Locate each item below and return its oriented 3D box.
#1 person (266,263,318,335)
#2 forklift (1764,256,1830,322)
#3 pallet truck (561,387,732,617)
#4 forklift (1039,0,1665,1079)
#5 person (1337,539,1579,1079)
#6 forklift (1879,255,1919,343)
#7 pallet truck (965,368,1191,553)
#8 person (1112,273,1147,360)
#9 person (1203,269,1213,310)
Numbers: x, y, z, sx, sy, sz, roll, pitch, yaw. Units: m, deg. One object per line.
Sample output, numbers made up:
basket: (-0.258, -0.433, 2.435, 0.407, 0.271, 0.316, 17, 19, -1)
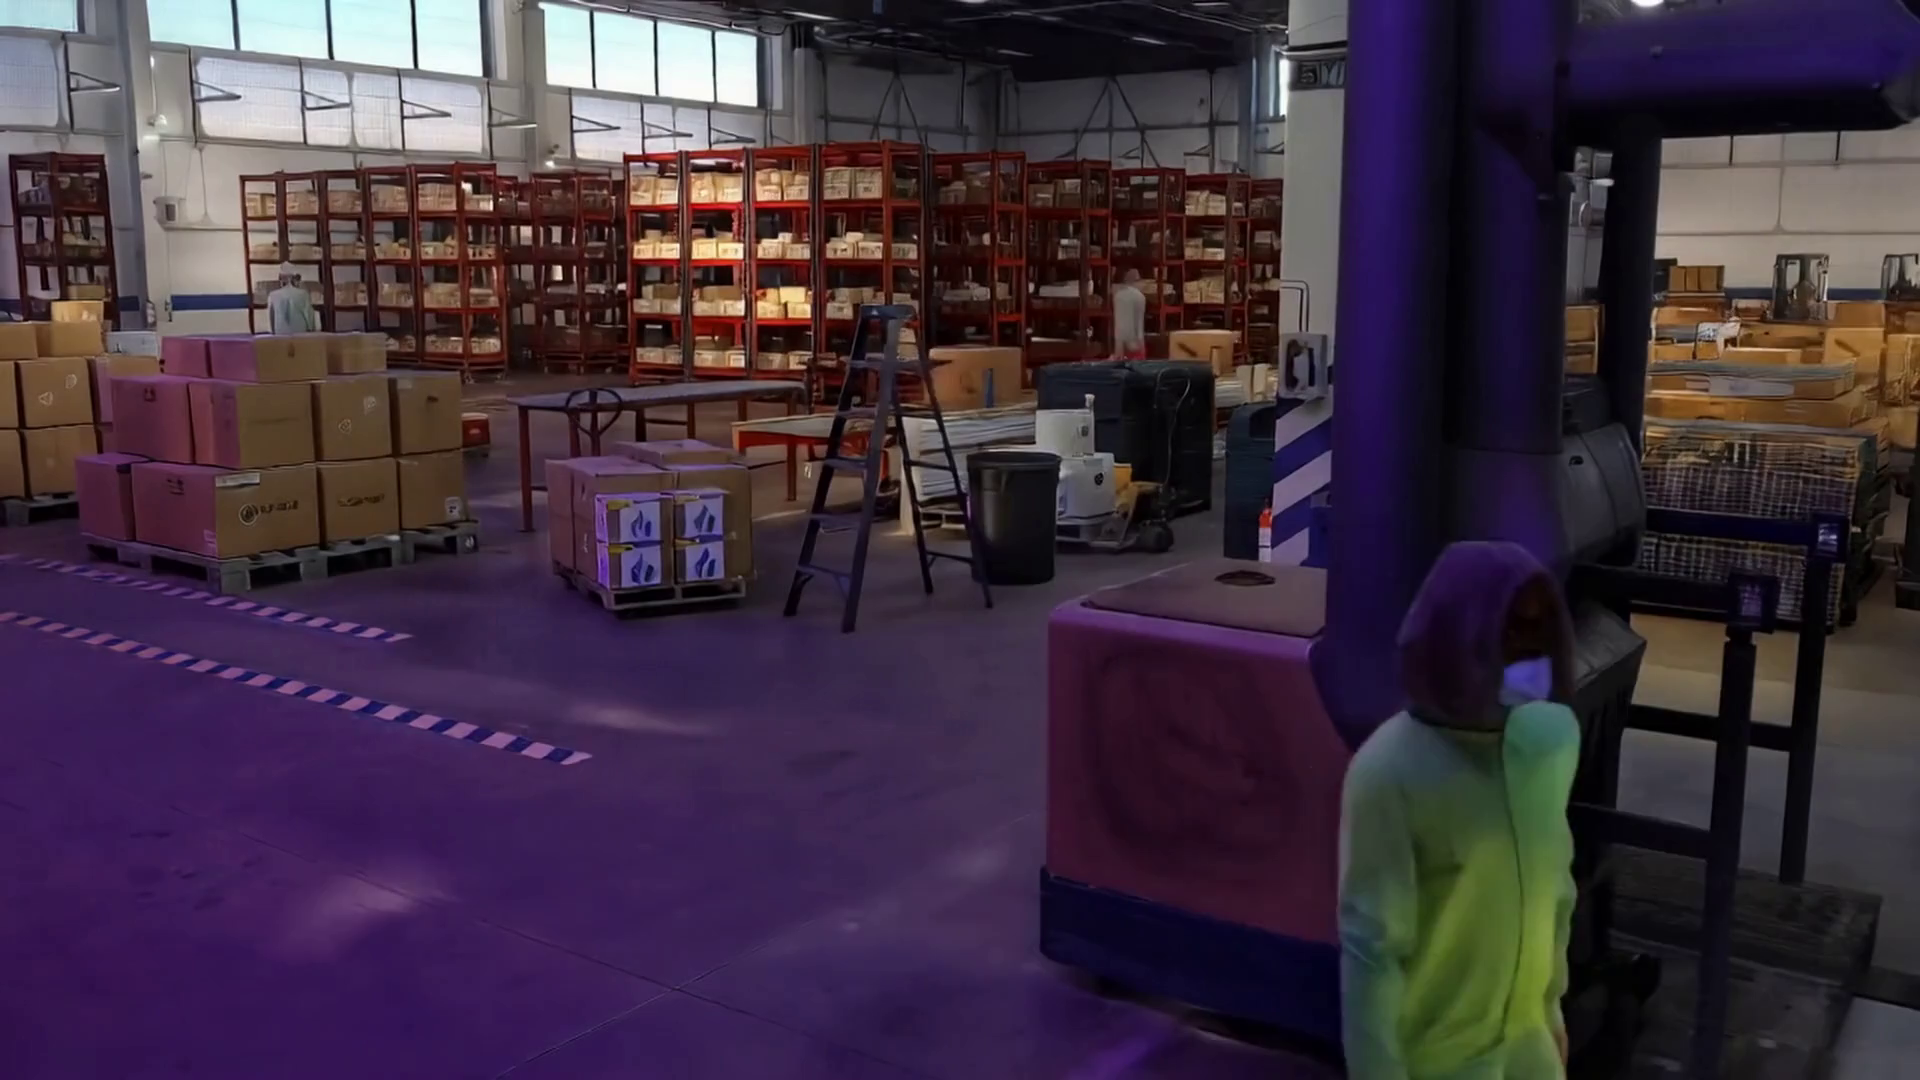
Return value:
person: (-8.533, -2.539, 21.292, 0.612, 1.997, 0.375, -1, 10, -8)
forklift: (20.253, -5.854, 40.139, 1.157, 1.987, 2.680, 7, 12, 35)
pallet truck: (-1.981, -0.274, 10.088, 0.680, 1.201, 1.601, -5, 11, -28)
forklift: (1.249, -0.137, 4.360, 1.873, 2.768, 1.129, 7, 12, 35)
person: (0.786, 0.797, 2.547, 0.519, 1.618, 0.344, -6, 11, -32)
forklift: (22.089, -5.634, 38.796, 1.157, 1.987, 2.680, 6, 11, 33)
pallet truck: (0.845, -0.609, 11.869, 1.630, 1.274, 0.653, 7, 12, 35)
person: (2.422, -2.951, 24.172, 0.992, 1.864, 0.657, -8, 13, -41)
person: (6.852, -6.554, 45.786, 0.589, 1.793, 0.987, 5, 11, 28)
